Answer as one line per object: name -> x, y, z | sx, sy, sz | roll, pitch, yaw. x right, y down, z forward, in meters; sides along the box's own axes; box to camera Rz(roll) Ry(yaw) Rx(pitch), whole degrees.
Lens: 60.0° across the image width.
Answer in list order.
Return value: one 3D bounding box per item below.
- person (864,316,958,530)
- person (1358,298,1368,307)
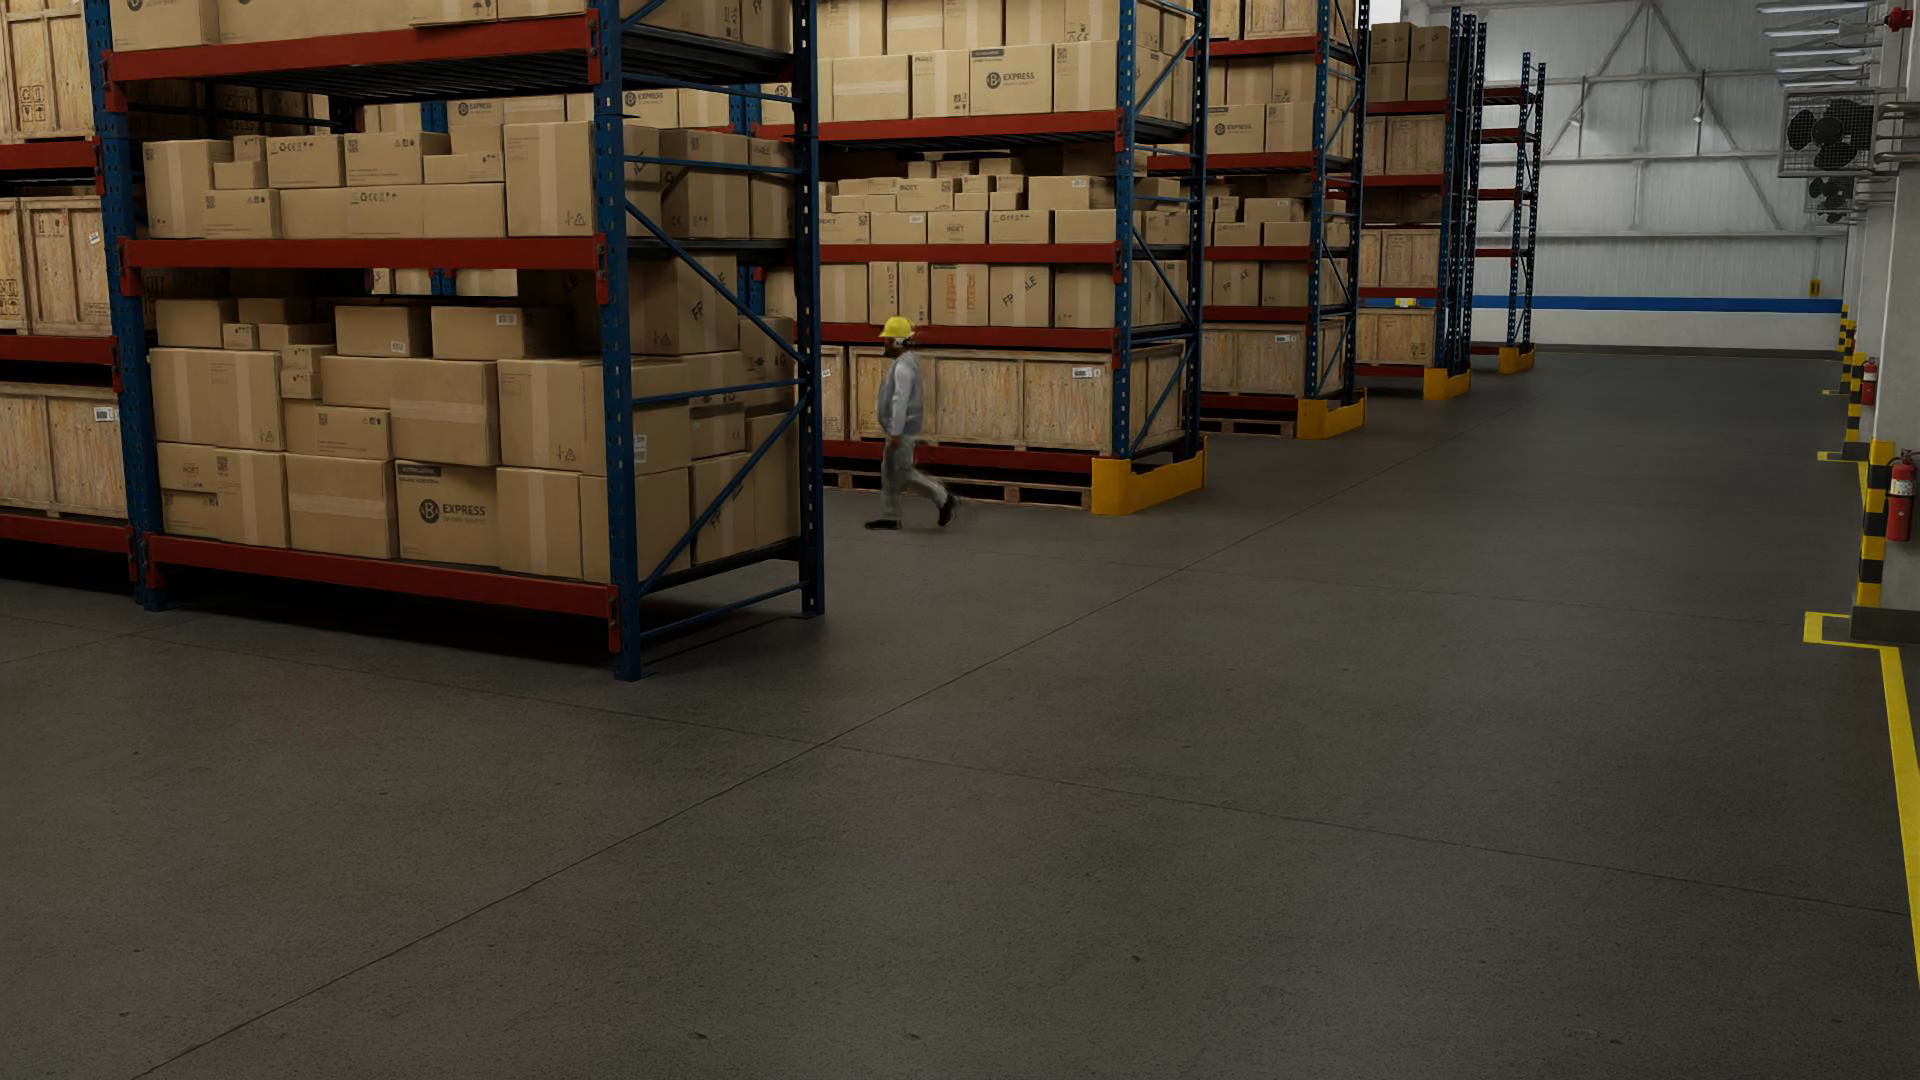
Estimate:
person -> -0.416, -0.957, 13.872 | 0.721, 1.817, 0.593 | -1, 10, -4
person -> 7.759, -4.312, 32.982 | 0.625, 1.930, 0.375 | 1, 10, 7
